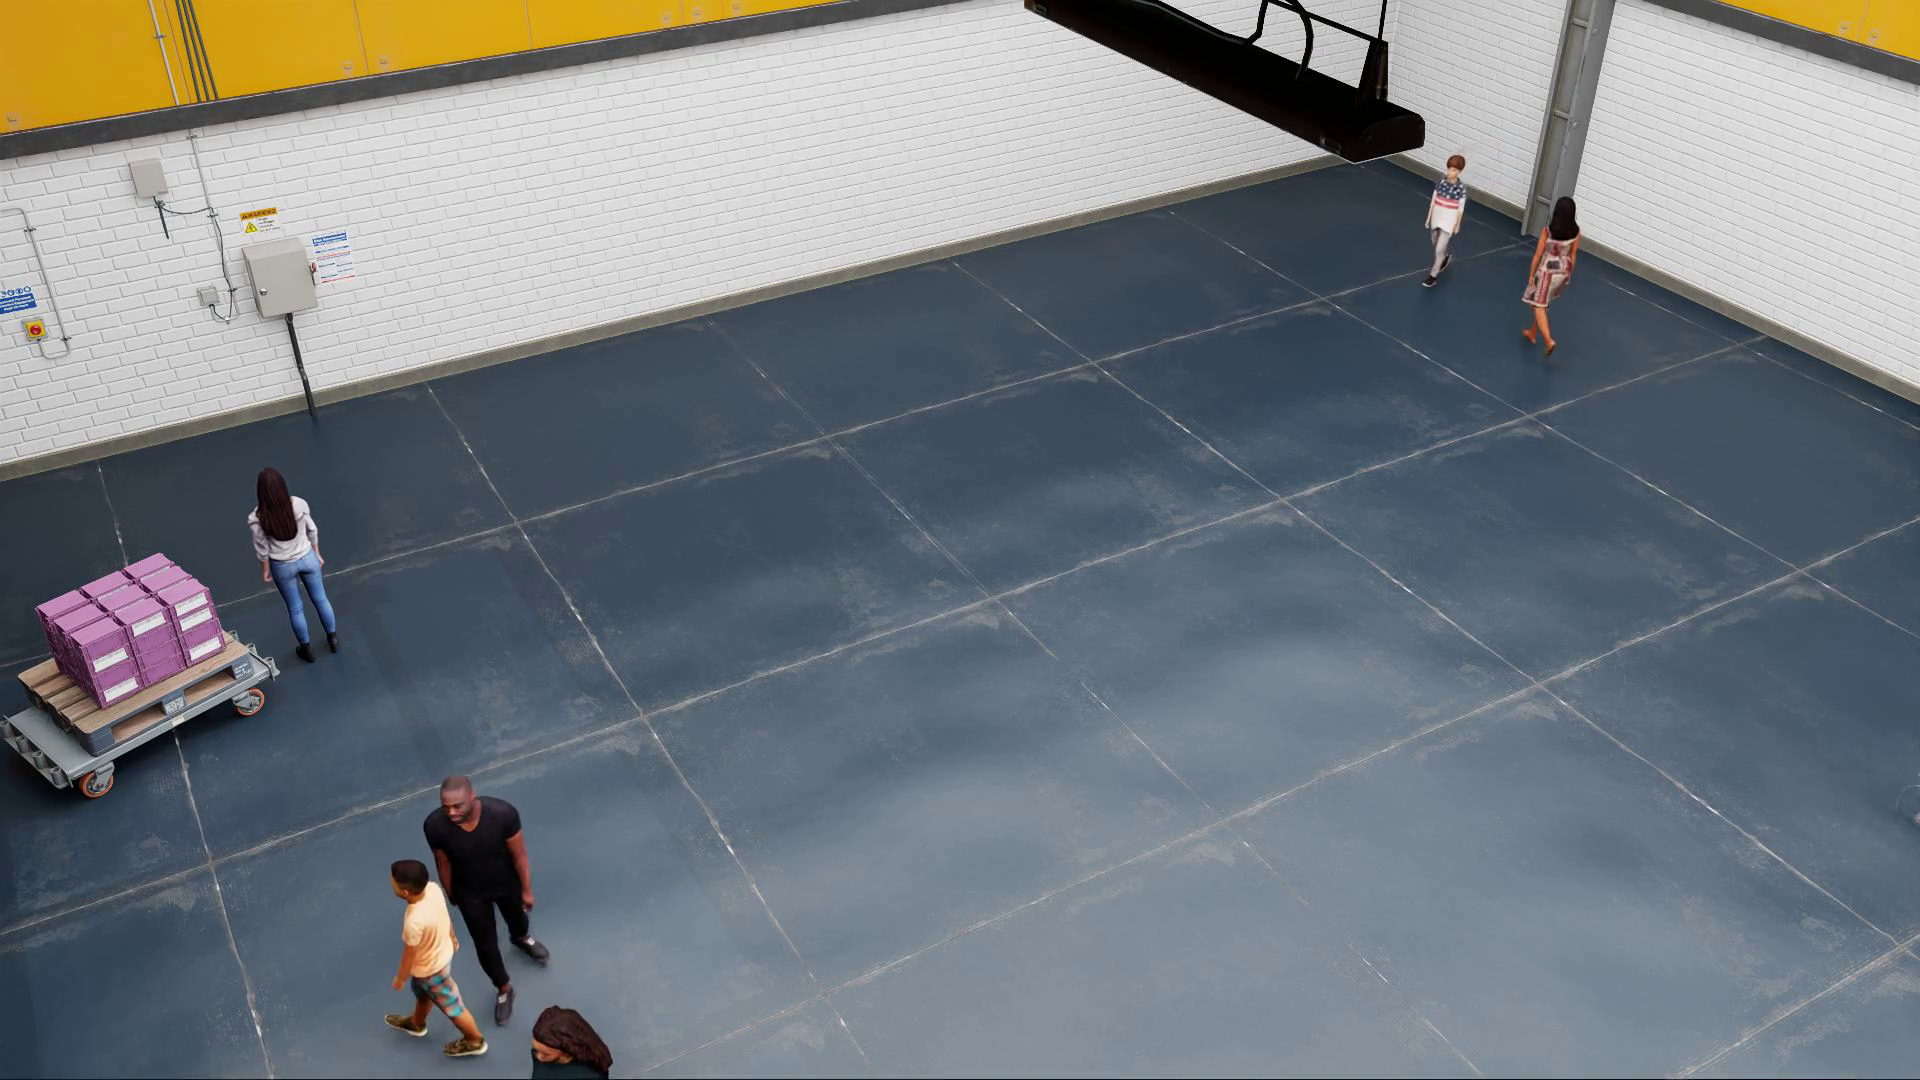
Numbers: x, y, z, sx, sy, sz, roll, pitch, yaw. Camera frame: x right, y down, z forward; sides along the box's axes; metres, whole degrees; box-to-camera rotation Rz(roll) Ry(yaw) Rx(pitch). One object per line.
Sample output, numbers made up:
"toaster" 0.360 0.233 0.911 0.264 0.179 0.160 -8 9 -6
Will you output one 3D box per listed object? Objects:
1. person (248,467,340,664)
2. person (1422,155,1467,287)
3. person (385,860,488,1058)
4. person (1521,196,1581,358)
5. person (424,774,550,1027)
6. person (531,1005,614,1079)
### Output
"person" -4.941 0.180 12.352 0.629 1.633 0.548 -23 40 -31
"person" 5.299 -3.514 18.105 0.727 1.416 0.930 -28 43 -35
"person" -2.875 2.348 9.264 0.831 1.441 0.864 0 34 0
"person" 5.904 -2.601 16.542 0.859 1.625 1.094 -4 34 -6
"person" -2.689 1.947 9.551 0.816 1.790 0.986 -10 35 -15
"person" -1.911 2.895 8.282 0.689 1.616 0.769 16 37 22
